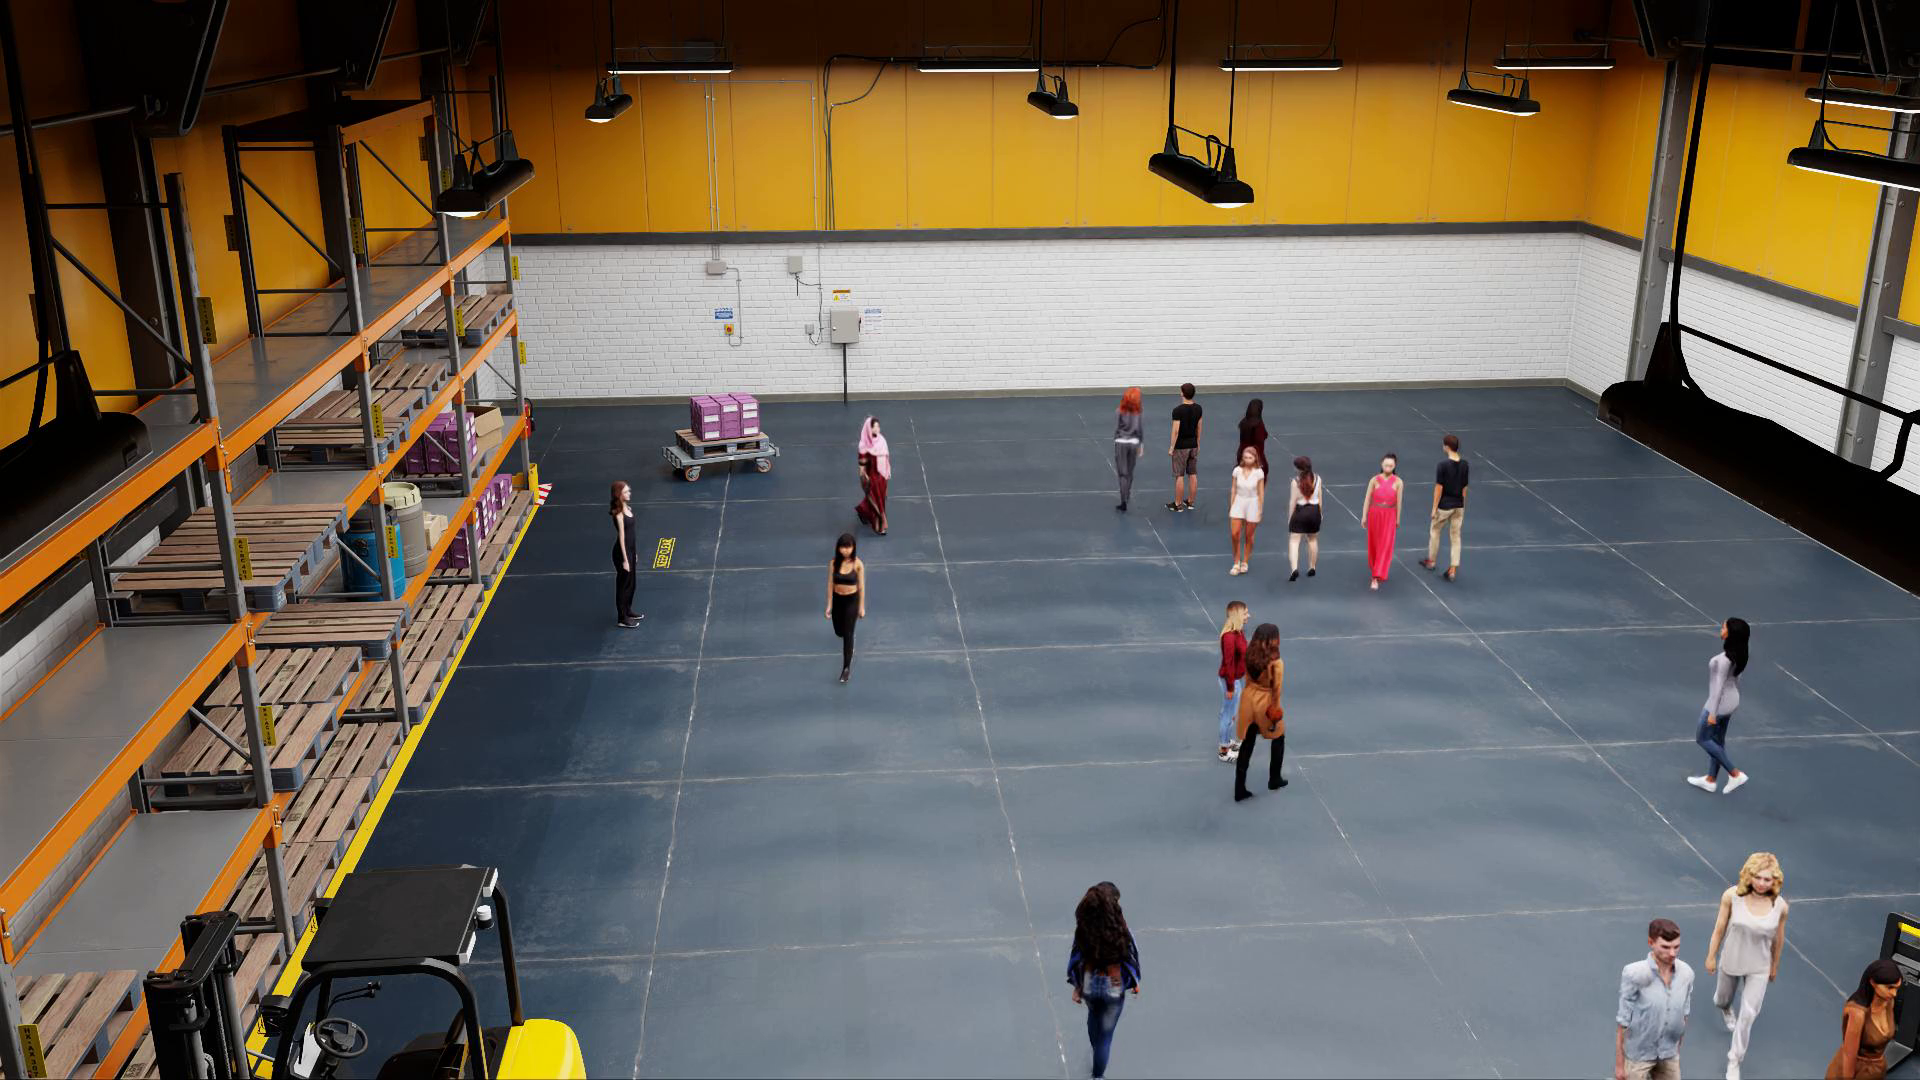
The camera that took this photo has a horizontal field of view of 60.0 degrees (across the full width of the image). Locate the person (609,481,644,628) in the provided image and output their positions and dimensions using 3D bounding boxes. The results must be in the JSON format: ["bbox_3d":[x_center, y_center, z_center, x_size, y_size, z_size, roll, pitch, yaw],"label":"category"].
[{"bbox_3d":[-3.932,0.146,19.467,0.674,1.747,0.488,1,19,2],"label":"person"}]

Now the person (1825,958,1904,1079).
[{"bbox_3d":[5.494,3.299,10.205,0.638,1.684,0.650,-12,22,-32],"label":"person"}]

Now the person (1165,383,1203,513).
[{"bbox_3d":[3.210,-1.331,23.673,0.754,1.862,0.733,-10,21,-27],"label":"person"}]

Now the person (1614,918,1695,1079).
[{"bbox_3d":[4.260,3.154,10.397,0.642,1.835,0.750,-2,19,-5],"label":"person"}]

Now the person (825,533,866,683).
[{"bbox_3d":[-1.230,0.678,18.079,0.736,1.625,1.075,3,19,9],"label":"person"}]

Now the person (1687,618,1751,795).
[{"bbox_3d":[7.095,1.564,15.287,0.855,1.728,0.929,-17,25,-41],"label":"person"}]

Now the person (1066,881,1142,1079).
[{"bbox_3d":[0.932,3.047,11.086,0.838,1.598,0.941,9,21,25],"label":"person"}]

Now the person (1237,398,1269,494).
[{"bbox_3d":[3.972,-1.083,23.145,0.893,1.730,0.820,-7,20,-19],"label":"person"}]

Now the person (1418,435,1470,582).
[{"bbox_3d":[6.196,-0.366,20.879,0.834,1.817,1.033,-5,19,-16],"label":"person"}]

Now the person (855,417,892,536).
[{"bbox_3d":[-1.220,-0.907,22.805,0.957,1.612,1.064,-17,25,-40],"label":"person"}]

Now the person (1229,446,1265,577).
[{"bbox_3d":[3.670,-0.406,21.205,0.747,1.683,0.833,6,20,18],"label":"person"}]

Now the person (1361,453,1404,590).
[{"bbox_3d":[5.274,-0.249,20.776,0.945,1.662,1.253,7,20,20],"label":"person"}]

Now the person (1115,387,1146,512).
[{"bbox_3d":[2.392,-1.256,23.669,0.584,1.724,1.006,-4,19,-12],"label":"person"}]

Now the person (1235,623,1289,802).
[{"bbox_3d":[2.689,1.603,15.216,0.967,1.700,1.018,16,25,40],"label":"person"}]

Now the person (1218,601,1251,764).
[{"bbox_3d":[2.625,1.346,16.082,0.713,1.634,0.562,4,19,10],"label":"person"}]

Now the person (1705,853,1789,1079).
[{"bbox_3d":[5.443,2.878,11.516,0.899,1.644,1.082,7,20,19],"label":"person"}]

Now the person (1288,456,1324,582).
[{"bbox_3d":[4.302,-0.256,20.864,0.642,1.617,0.692,2,19,5],"label":"person"}]
